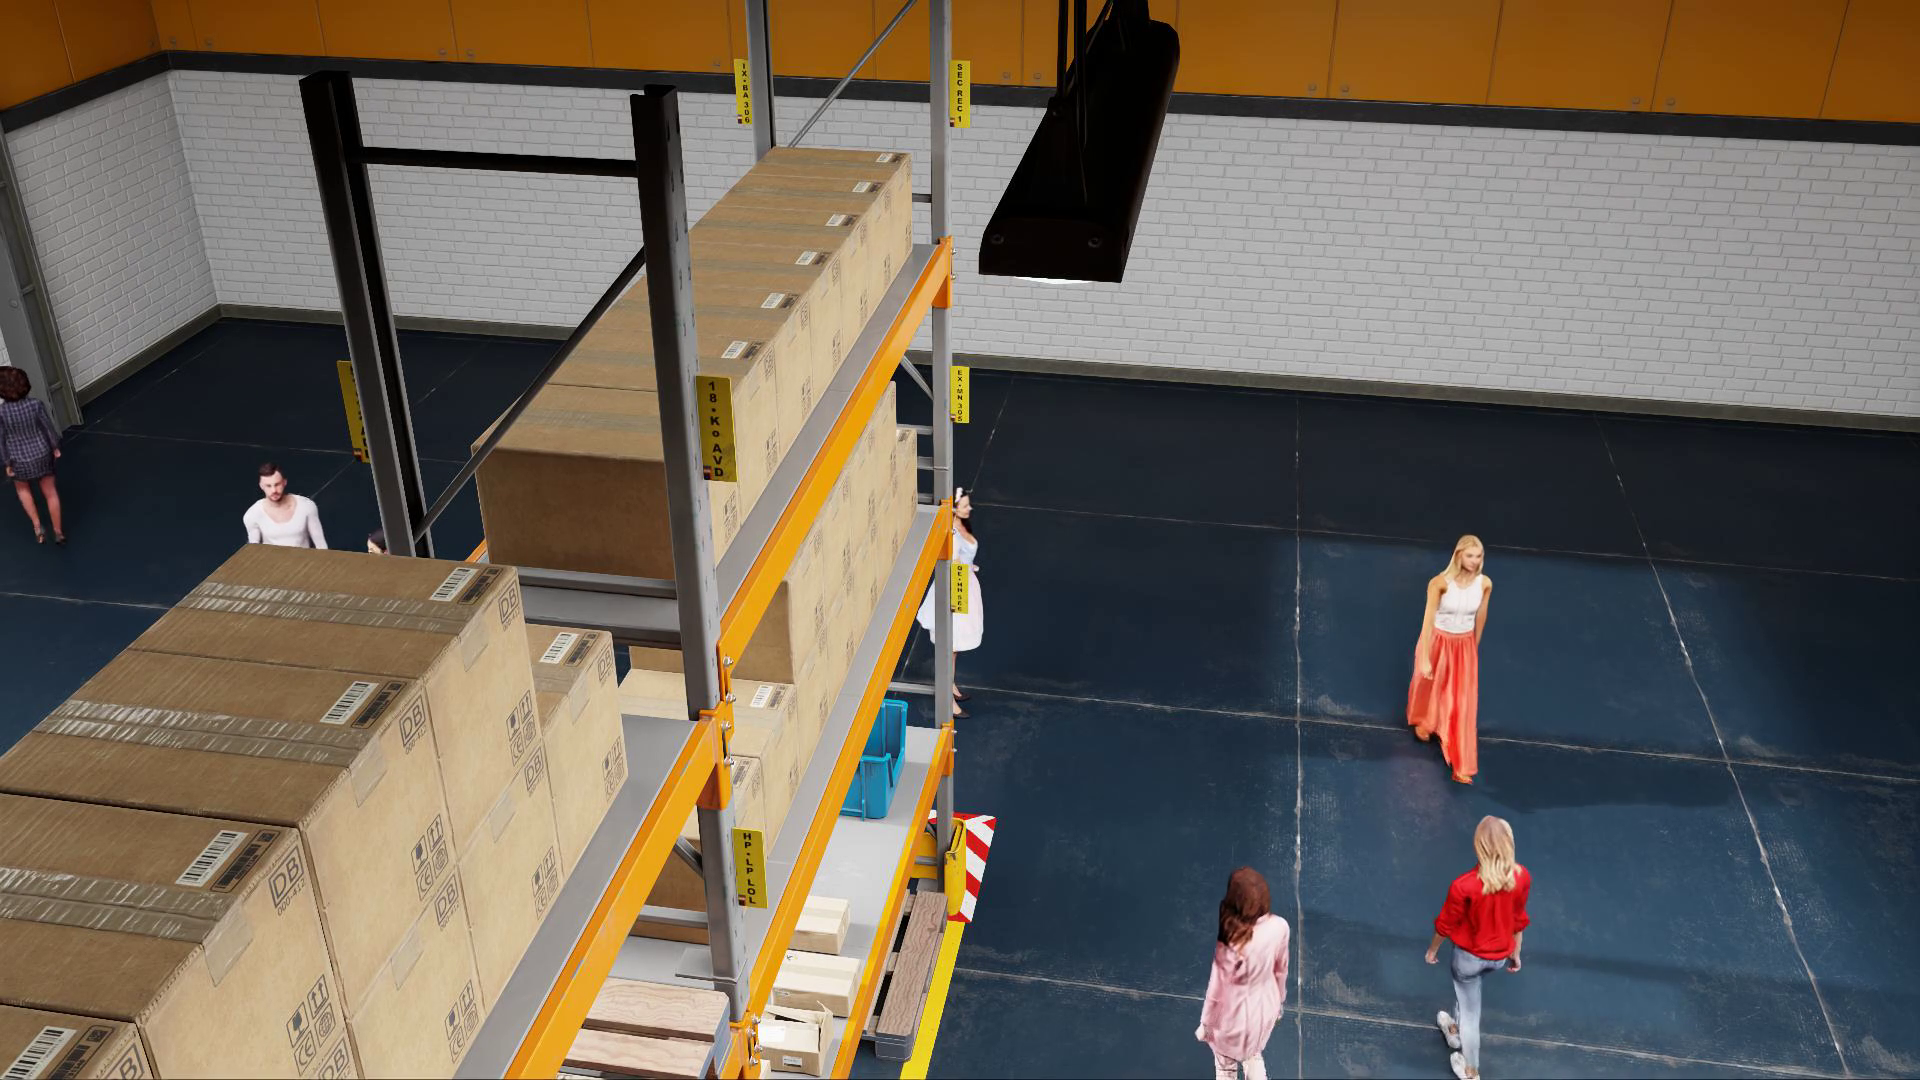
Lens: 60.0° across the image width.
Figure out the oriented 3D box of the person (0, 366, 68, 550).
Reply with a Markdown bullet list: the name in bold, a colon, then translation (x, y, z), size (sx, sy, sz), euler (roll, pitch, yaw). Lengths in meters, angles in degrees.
- **person**: translation (-7.856, -0.658, 14.112), size (0.720, 1.692, 0.788), euler (-20, 35, -32)

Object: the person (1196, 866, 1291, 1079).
- **person**: translation (1.457, 2.417, 8.364), size (0.742, 1.799, 0.778), euler (-14, 32, -24)

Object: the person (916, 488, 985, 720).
- **person**: translation (-0.040, 0.440, 11.967), size (0.772, 1.819, 0.673), euler (2, 29, 4)

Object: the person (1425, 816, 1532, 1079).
- **person**: translation (2.785, 2.246, 8.792), size (0.804, 1.689, 0.892), euler (-7, 29, -13)

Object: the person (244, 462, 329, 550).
- **person**: translation (-4.972, 0.220, 12.380), size (1.054, 1.811, 1.156), euler (-15, 32, -25)

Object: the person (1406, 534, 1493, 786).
- **person**: translation (3.336, 0.724, 11.521), size (0.788, 1.749, 1.302), euler (0, 29, 0)
